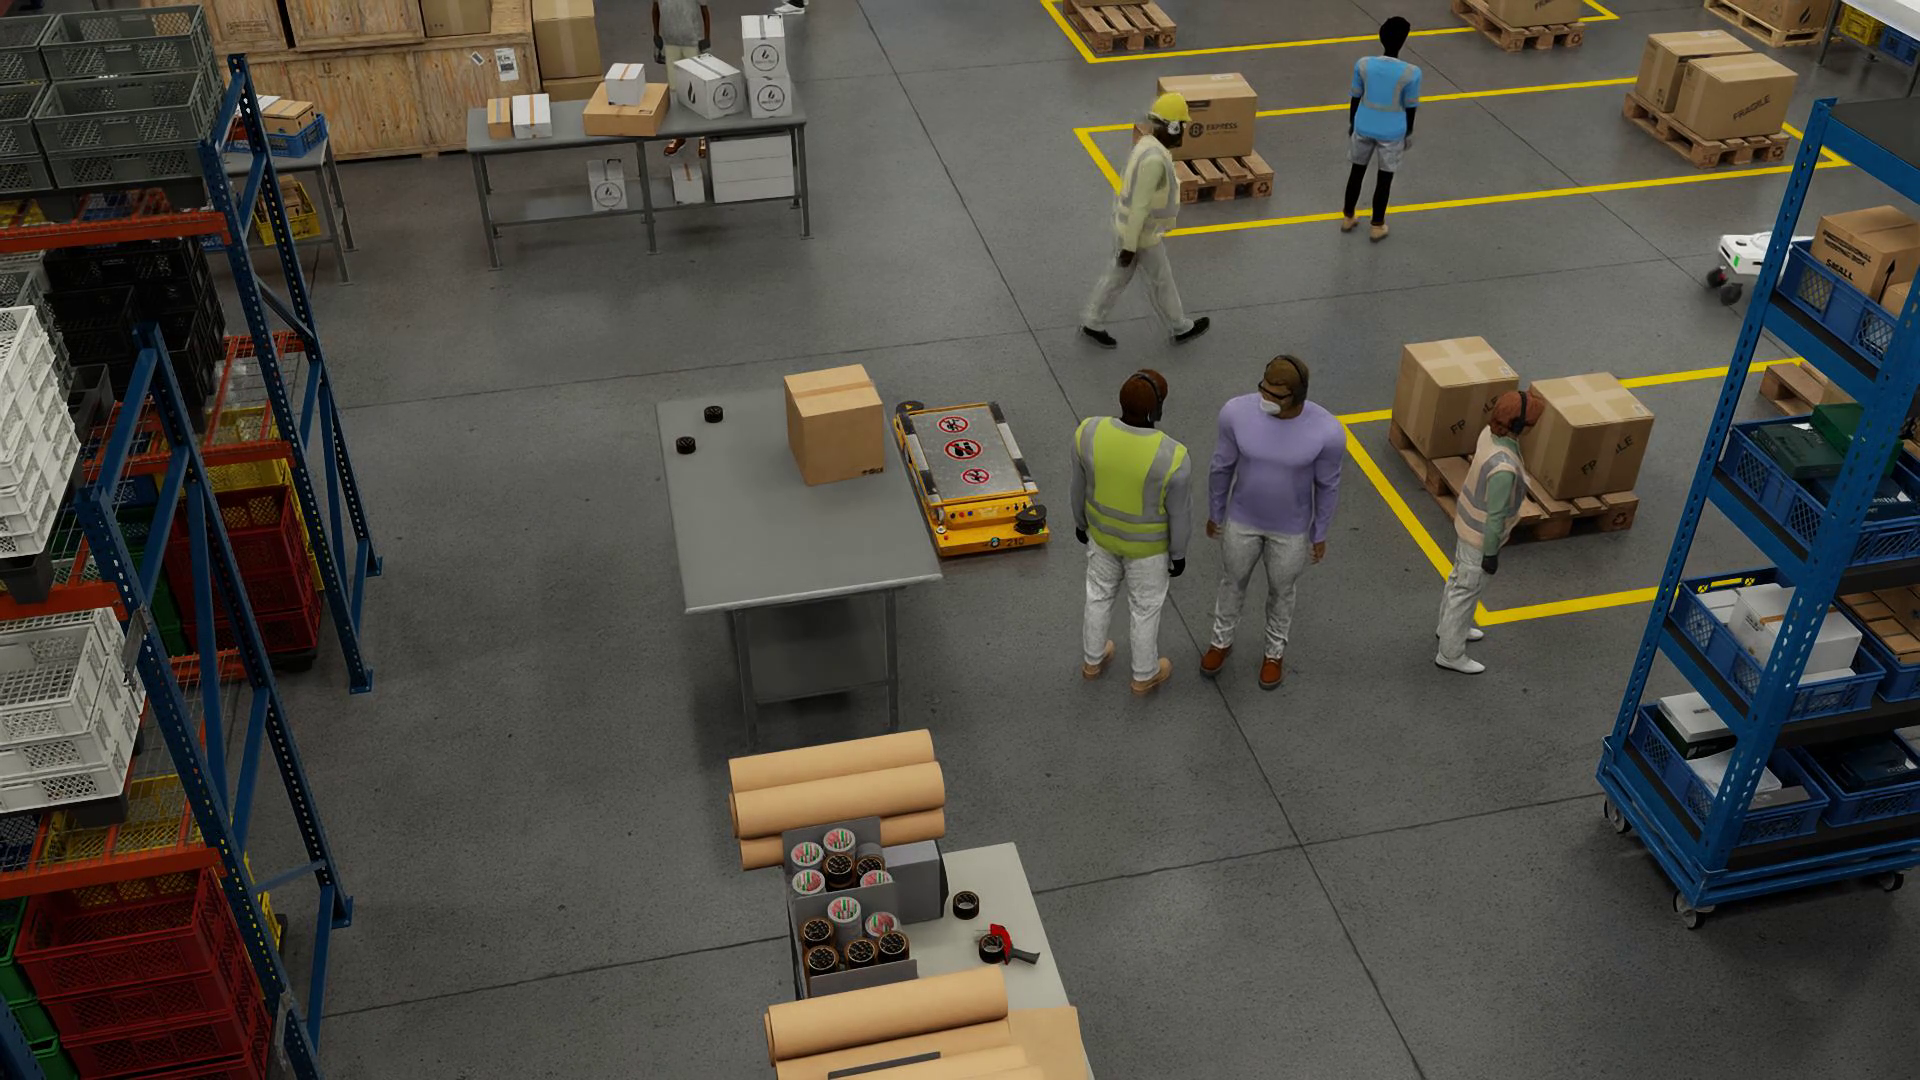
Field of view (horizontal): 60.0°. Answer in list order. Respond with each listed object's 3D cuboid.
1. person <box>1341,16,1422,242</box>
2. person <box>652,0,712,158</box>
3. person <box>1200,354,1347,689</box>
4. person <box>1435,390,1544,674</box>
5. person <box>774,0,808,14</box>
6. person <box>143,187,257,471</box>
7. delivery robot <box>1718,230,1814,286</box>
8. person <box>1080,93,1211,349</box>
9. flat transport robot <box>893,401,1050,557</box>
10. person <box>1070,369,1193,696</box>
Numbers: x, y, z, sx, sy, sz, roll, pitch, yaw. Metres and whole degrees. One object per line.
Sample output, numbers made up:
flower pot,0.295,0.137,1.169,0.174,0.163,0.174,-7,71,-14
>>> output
person,3.144,-3.074,12.478,0.536,1.697,0.318,23,43,28
person,-2.291,-4.076,13.677,0.507,1.874,0.329,5,37,7
person,1.533,-0.093,8.270,0.632,1.936,0.359,13,39,17
person,2.665,-0.049,8.465,0.313,1.634,0.514,6,37,9
person,-1.704,-6.217,16.522,0.386,1.911,0.590,6,37,8
person,-4.509,-1.221,9.841,0.660,1.867,0.599,0,37,0
delivery robot,5.836,-2.033,11.944,0.707,0.478,0.477,1,36,0
person,1.268,-2.078,11.083,0.917,1.758,0.648,0,37,0
flat transport robot,0.046,-0.430,10.108,0.652,0.197,1.431,-8,37,-10
person,0.855,-0.034,8.269,0.635,1.841,0.429,19,41,24
